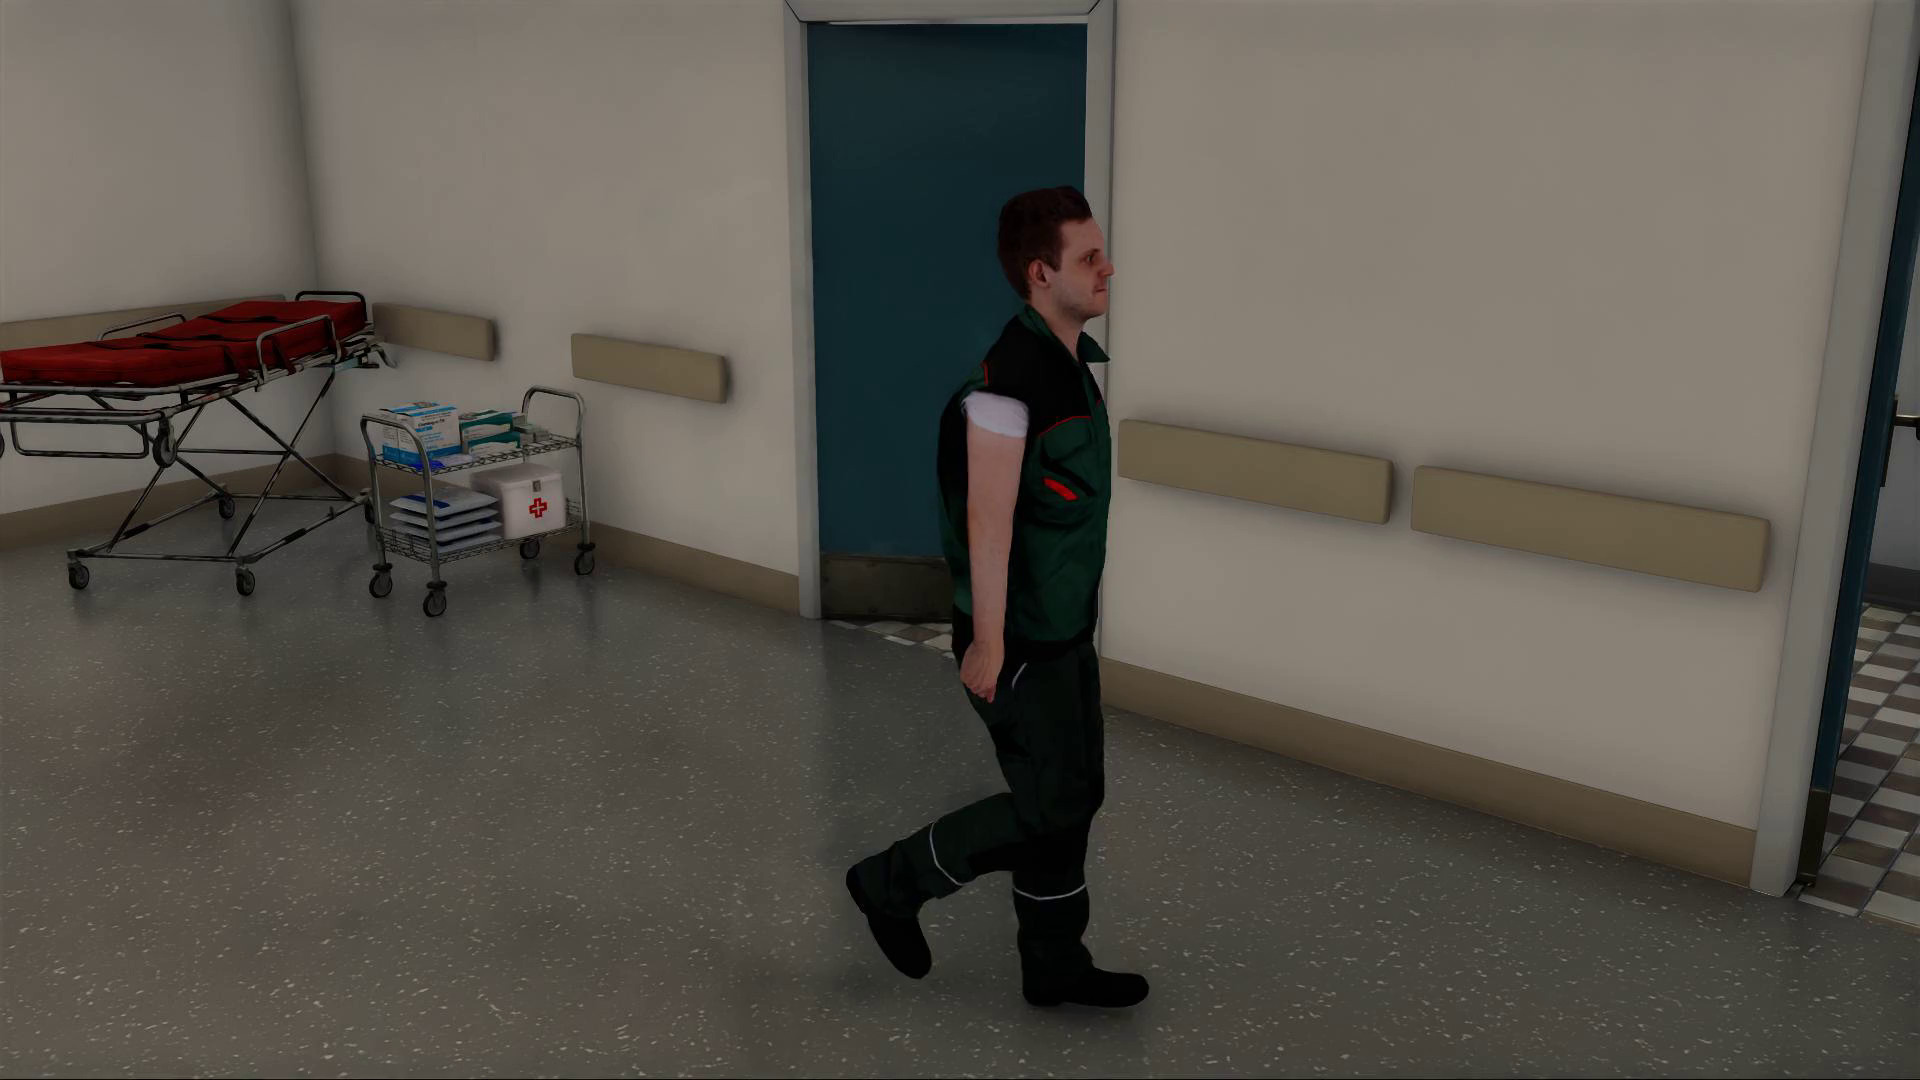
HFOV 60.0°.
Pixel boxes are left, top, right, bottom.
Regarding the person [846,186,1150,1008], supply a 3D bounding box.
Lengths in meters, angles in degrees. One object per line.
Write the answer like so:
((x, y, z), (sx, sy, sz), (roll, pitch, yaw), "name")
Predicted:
((0.073, 0.172, 3.579), (1.029, 1.827, 0.881), (4, 16, 14), "person")
